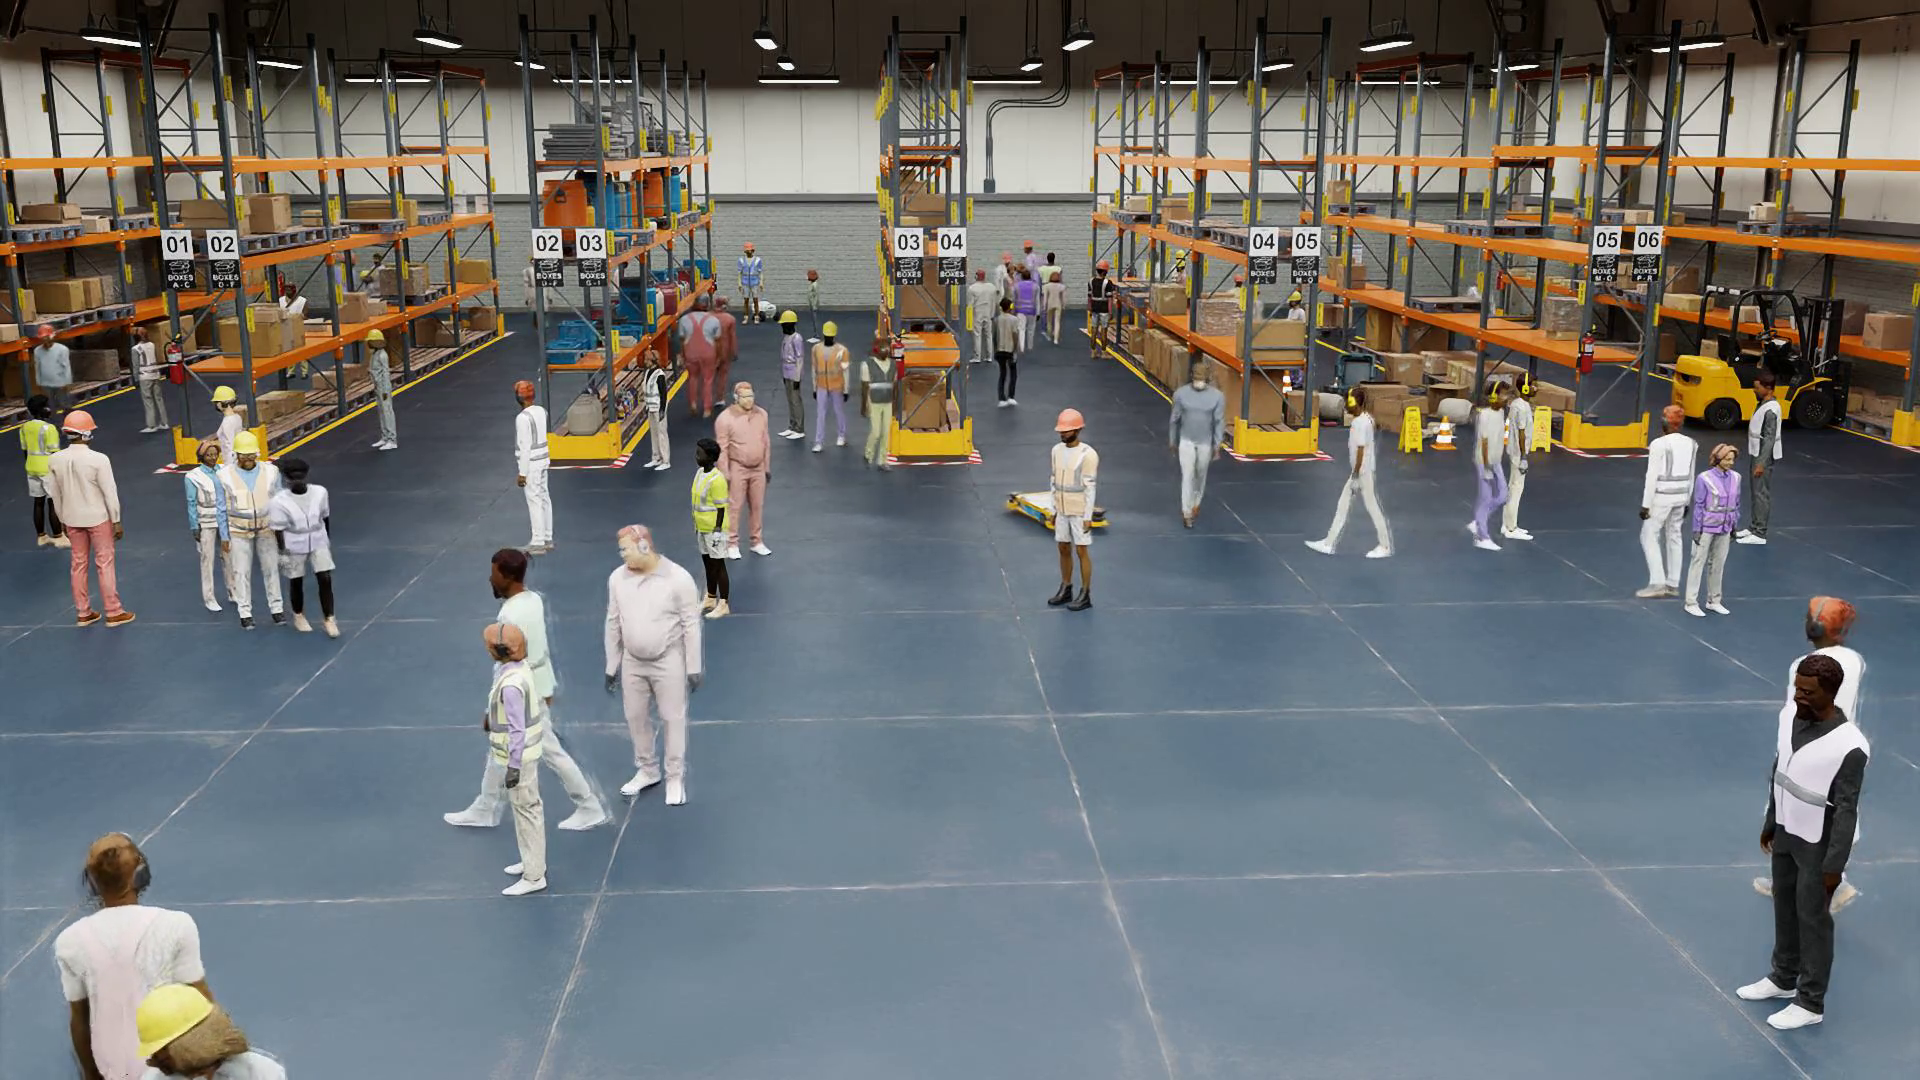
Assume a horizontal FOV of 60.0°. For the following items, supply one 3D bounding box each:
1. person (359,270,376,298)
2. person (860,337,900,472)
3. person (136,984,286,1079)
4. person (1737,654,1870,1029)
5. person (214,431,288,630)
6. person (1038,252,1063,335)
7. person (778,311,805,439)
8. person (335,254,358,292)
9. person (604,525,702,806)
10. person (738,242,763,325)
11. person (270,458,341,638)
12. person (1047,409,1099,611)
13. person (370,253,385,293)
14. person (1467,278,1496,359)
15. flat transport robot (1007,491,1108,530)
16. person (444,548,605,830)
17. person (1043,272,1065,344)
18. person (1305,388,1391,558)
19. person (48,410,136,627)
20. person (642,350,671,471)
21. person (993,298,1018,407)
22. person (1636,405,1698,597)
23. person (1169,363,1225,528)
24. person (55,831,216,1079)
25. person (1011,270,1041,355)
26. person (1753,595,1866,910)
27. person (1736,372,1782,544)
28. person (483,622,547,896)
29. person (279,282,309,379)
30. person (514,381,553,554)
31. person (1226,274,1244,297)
[{"bbox_3d":[-12.818,-5.015,36.240,0.373,1.706,0.537,-11,17,-38],"label":"person"},{"bbox_3d":[-1.071,-1.825,22.436,0.608,1.830,0.436,-11,17,-38],"label":"person"},{"bbox_3d":[-2.416,2.248,5.475,0.502,1.696,0.669,-5,14,-20],"label":"person"},{"bbox_3d":[4.226,1.482,8.277,0.397,1.911,0.588,-1,13,-6],"label":"person"},{"bbox_3d":[-6.423,-0.092,15.121,0.592,1.825,0.403,-8,15,-31],"label":"person"},{"bbox_3d":[2.116,-5.763,38.942,0.591,1.919,0.391,3,14,11],"label":"person"},{"bbox_3d":[-2.539,-2.488,25.048,0.366,1.926,0.594,-6,14,-23],"label":"person"},{"bbox_3d":[-14.458,-5.830,39.332,0.620,1.870,0.815,9,16,35],"label":"person"},{"bbox_3d":[-2.055,0.829,11.123,0.694,1.877,0.417,4,14,16],"label":"person"},{"bbox_3d":[-5.176,-6.329,41.072,0.616,2.041,0.380,1,13,3],"label":"person"},{"bbox_3d":[-5.797,0.078,14.751,0.542,1.645,0.807,-10,17,-37],"label":"person"},{"bbox_3d":[1.050,-0.287,15.737,0.393,1.929,0.548,-13,18,-43],"label":"person"},{"bbox_3d":[-13.896,-5.958,39.942,0.534,1.847,0.420,4,14,16],"label":"person"},{"bbox_3d":[10.838,-4.638,34.461,0.591,1.780,0.903,-7,15,-27],"label":"person"},{"bbox_3d":[1.133,-0.369,19.620,0.652,0.197,1.431,-5,14,-21],"label":"flat transport robot"},{"bbox_3d":[-2.782,0.962,10.566,1.020,1.872,0.600,-2,13,-7],"label":"person"},{"bbox_3d":[2.104,-5.211,37.300,0.519,1.583,0.879,-1,13,-4],"label":"person"},{"bbox_3d":[4.196,-0.705,17.745,0.965,1.803,0.617,1,13,2],"label":"person"},{"bbox_3d":[-7.935,-0.188,15.164,0.612,1.995,0.379,1,13,6],"label":"person"},{"bbox_3d":[-4.134,-1.766,22.609,0.311,1.639,0.521,-9,16,-33],"label":"person"},{"bbox_3d":[0.760,-3.174,28.175,0.544,1.819,0.582,6,15,24],"label":"person"},{"bbox_3d":[6.901,-0.372,16.216,0.609,1.879,0.417,-6,14,-23],"label":"person"},{"bbox_3d":[2.765,-1.136,19.432,0.635,1.889,1.017,1,13,5],"label":"person"},{"bbox_3d":[-3.054,2.006,6.245,0.583,1.817,0.550,-1,13,-5],"label":"person"},{"bbox_3d":[1.391,-4.827,35.274,0.629,1.795,0.984,1,13,3],"label":"person"},{"bbox_3d":[4.859,1.234,9.412,0.592,1.867,0.554,-8,15,-30],"label":"person"},{"bbox_3d":[8.864,-0.908,18.386,0.392,1.915,0.590,4,14,18],"label":"person"},{"bbox_3d":[-2.597,1.270,9.753,0.309,1.636,0.523,-3,14,-11],"label":"person"},{"bbox_3d":[-12.600,-3.967,31.508,0.563,1.837,0.389,1,13,4],"label":"person"},{"bbox_3d":[-4.613,-0.786,17.932,0.360,1.884,0.574,2,13,10],"label":"person"},{"bbox_3d":[5.807,-4.696,34.817,0.576,1.731,0.583,-2,13,-9],"label":"person"}]
